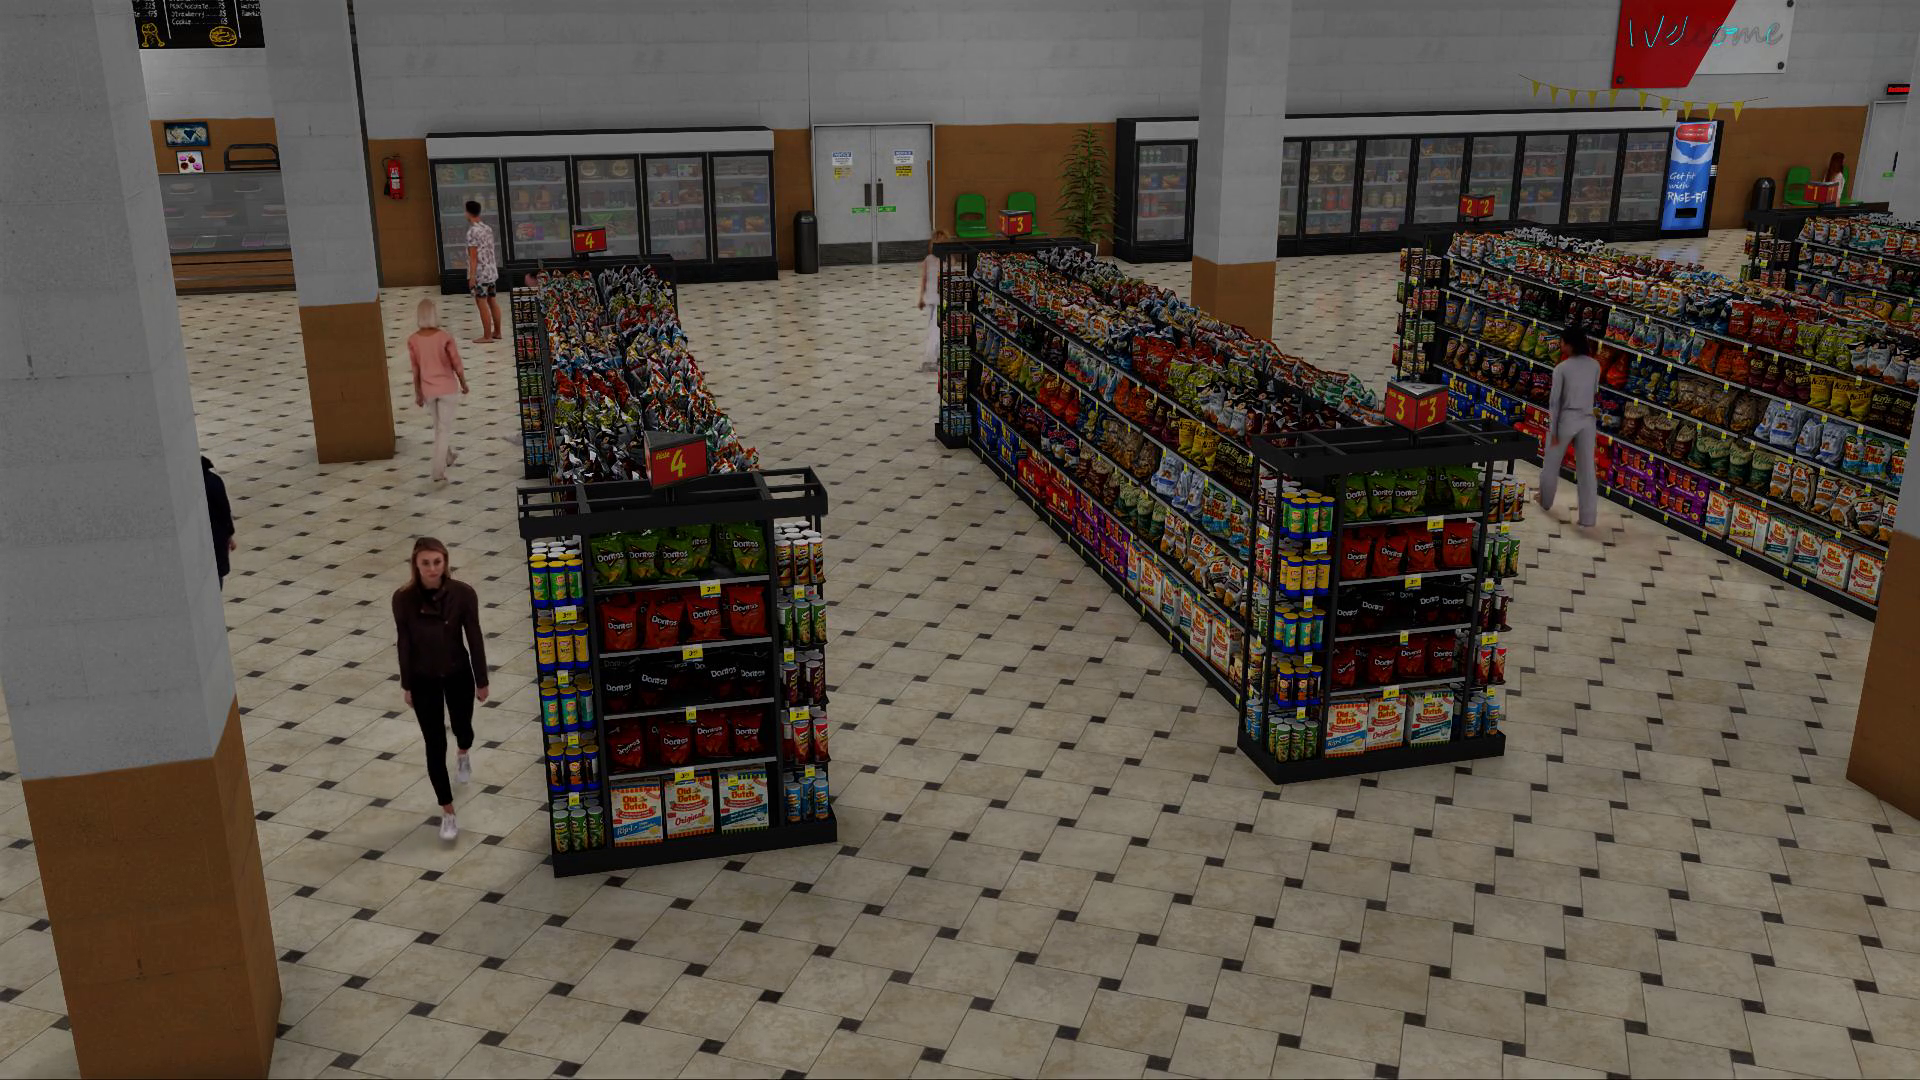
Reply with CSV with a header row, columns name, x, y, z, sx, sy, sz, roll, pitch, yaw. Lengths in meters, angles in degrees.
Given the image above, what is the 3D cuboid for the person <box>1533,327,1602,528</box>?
name,x,y,z,sx,sy,sz,roll,pitch,yaw
person,5.261,-0.917,14.158,0.835,1.682,1.260,-1,19,-2

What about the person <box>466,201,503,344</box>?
name,x,y,z,sx,sy,sz,roll,pitch,yaw
person,-6.171,-3.474,21.534,0.818,1.816,0.708,6,20,17

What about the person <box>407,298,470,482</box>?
name,x,y,z,sx,sy,sz,roll,pitch,yaw
person,-4.859,-1.354,15.461,0.864,1.679,1.200,1,19,3

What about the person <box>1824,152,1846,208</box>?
name,x,y,z,sx,sy,sz,roll,pitch,yaw
person,14.863,-5.745,28.406,0.674,1.728,0.487,-2,19,-5

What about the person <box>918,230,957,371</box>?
name,x,y,z,sx,sy,sz,roll,pitch,yaw
person,-0.322,-2.868,20.025,0.990,1.630,1.031,13,22,33

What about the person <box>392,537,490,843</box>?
name,x,y,z,sx,sy,sz,roll,pitch,yaw
person,-2.862,0.757,9.207,0.619,1.673,1.065,-6,19,-17
